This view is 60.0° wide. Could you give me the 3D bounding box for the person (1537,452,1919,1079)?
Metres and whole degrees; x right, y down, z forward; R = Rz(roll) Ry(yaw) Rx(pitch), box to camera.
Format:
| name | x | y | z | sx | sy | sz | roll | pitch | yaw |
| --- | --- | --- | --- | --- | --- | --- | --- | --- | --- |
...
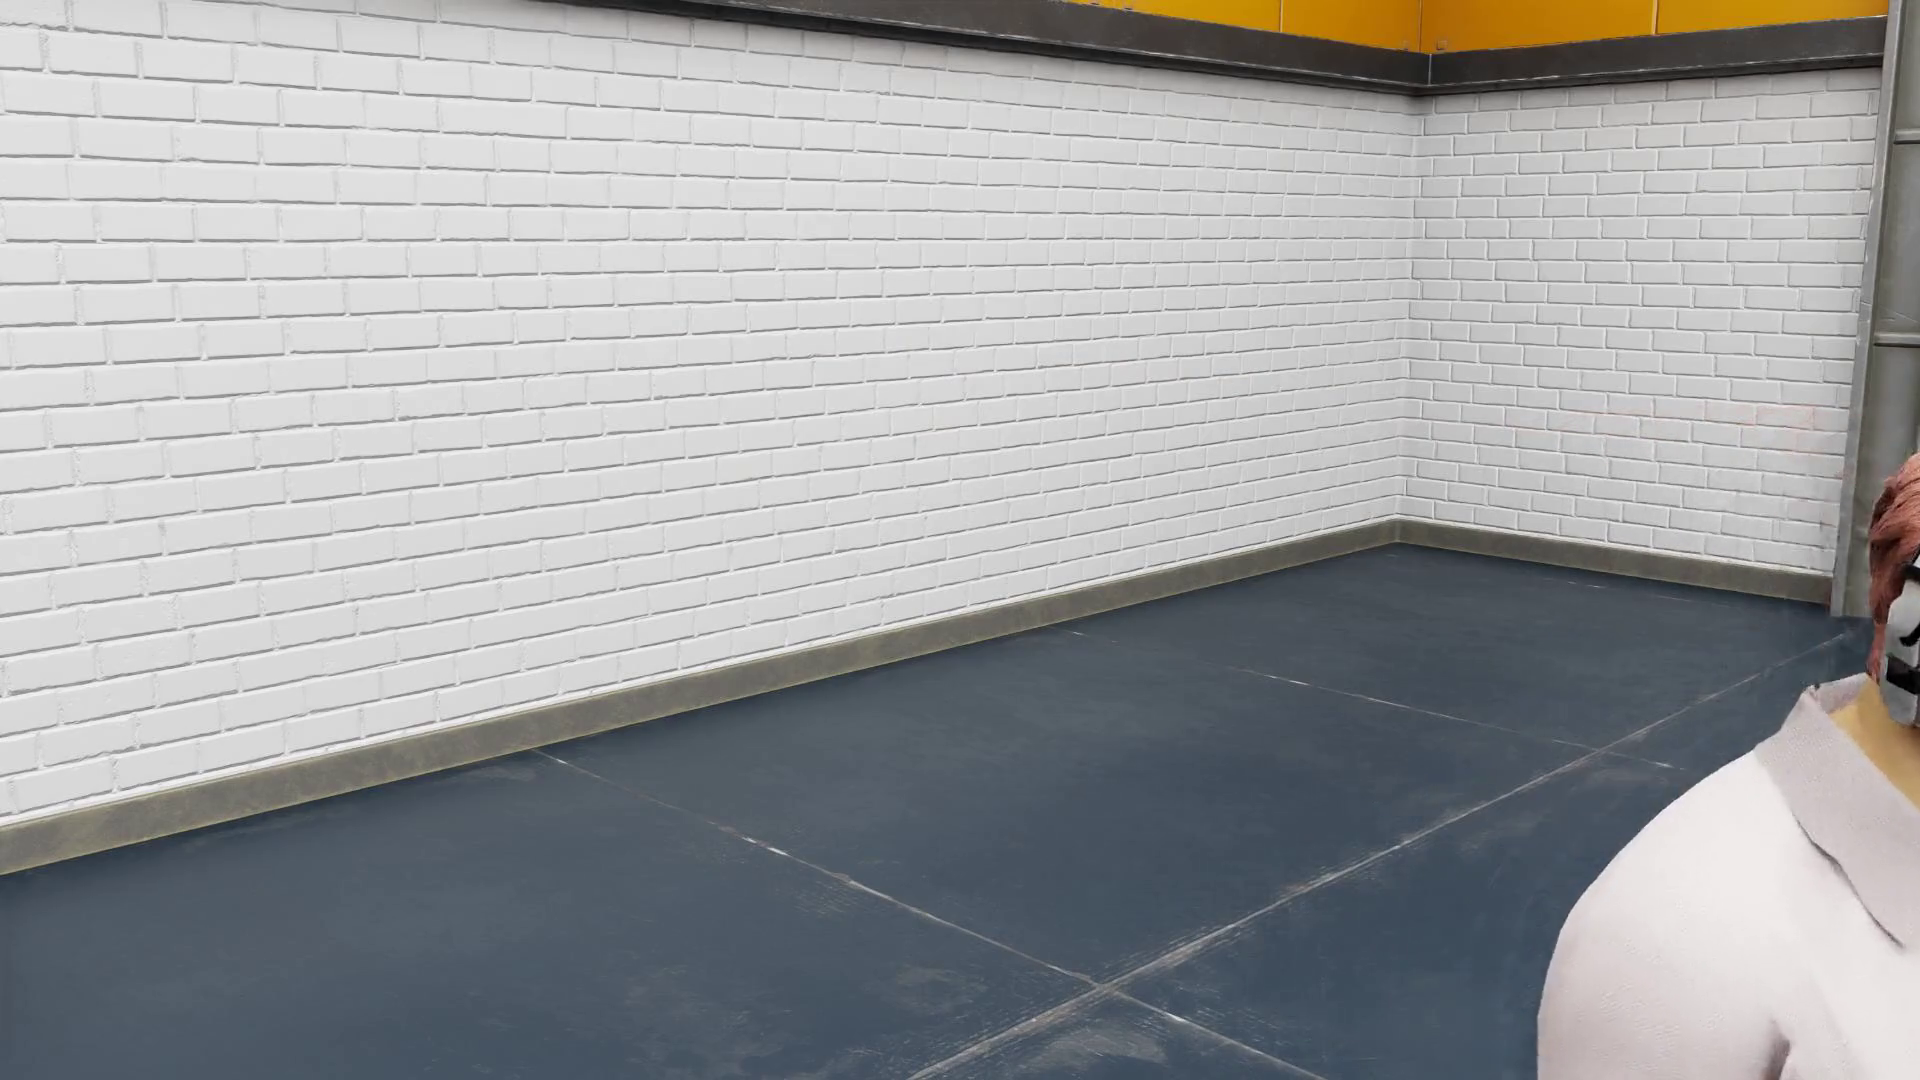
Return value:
| name | x | y | z | sx | sy | sz | roll | pitch | yaw |
| --- | --- | --- | --- | --- | --- | --- | --- | --- | --- |
| person | 0.834 | 0.848 | 1.357 | 0.650 | 1.876 | 0.765 | -6 | 12 | -30 |
